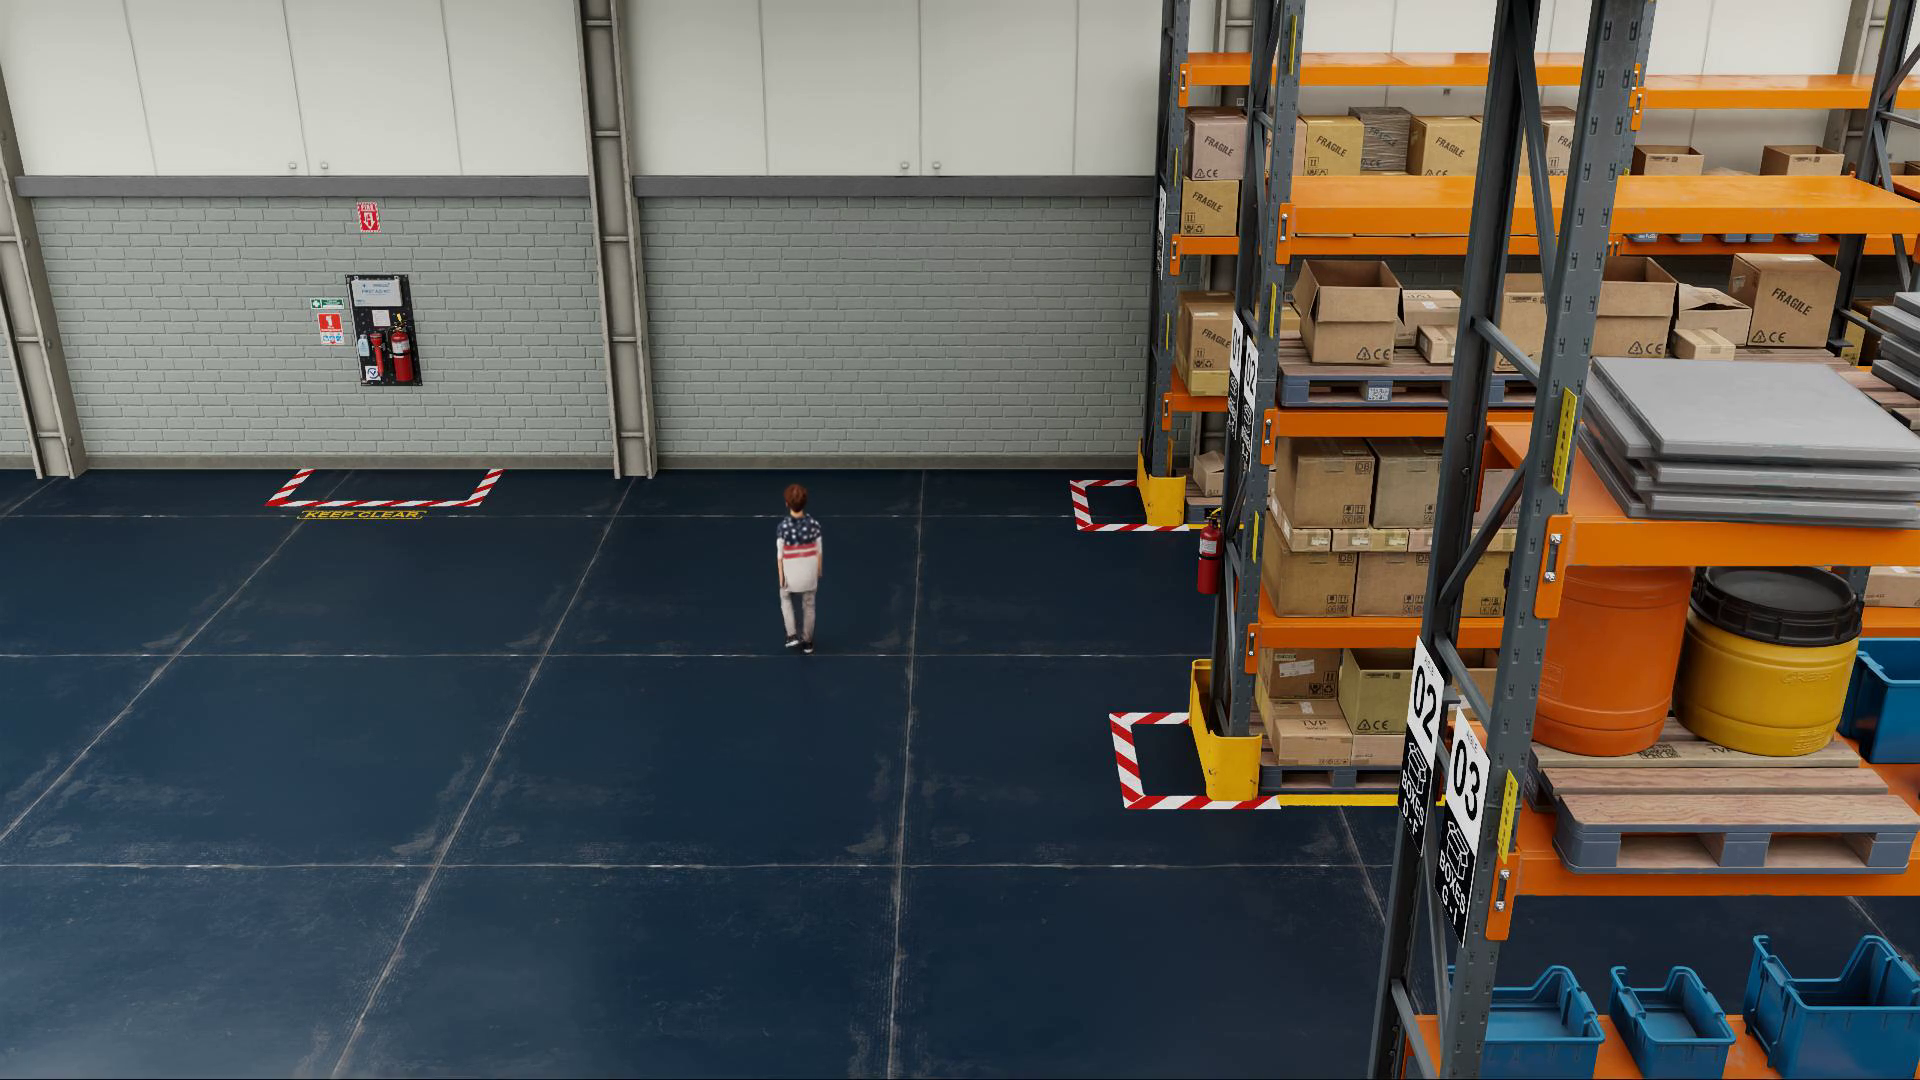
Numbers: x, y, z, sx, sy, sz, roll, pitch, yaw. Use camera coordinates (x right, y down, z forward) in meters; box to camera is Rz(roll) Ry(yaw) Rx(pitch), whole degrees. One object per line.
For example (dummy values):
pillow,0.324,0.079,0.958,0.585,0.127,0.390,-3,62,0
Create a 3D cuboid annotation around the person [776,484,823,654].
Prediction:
person,-1.269,0.255,13.317,0.531,1.430,0.618,-5,23,-10
